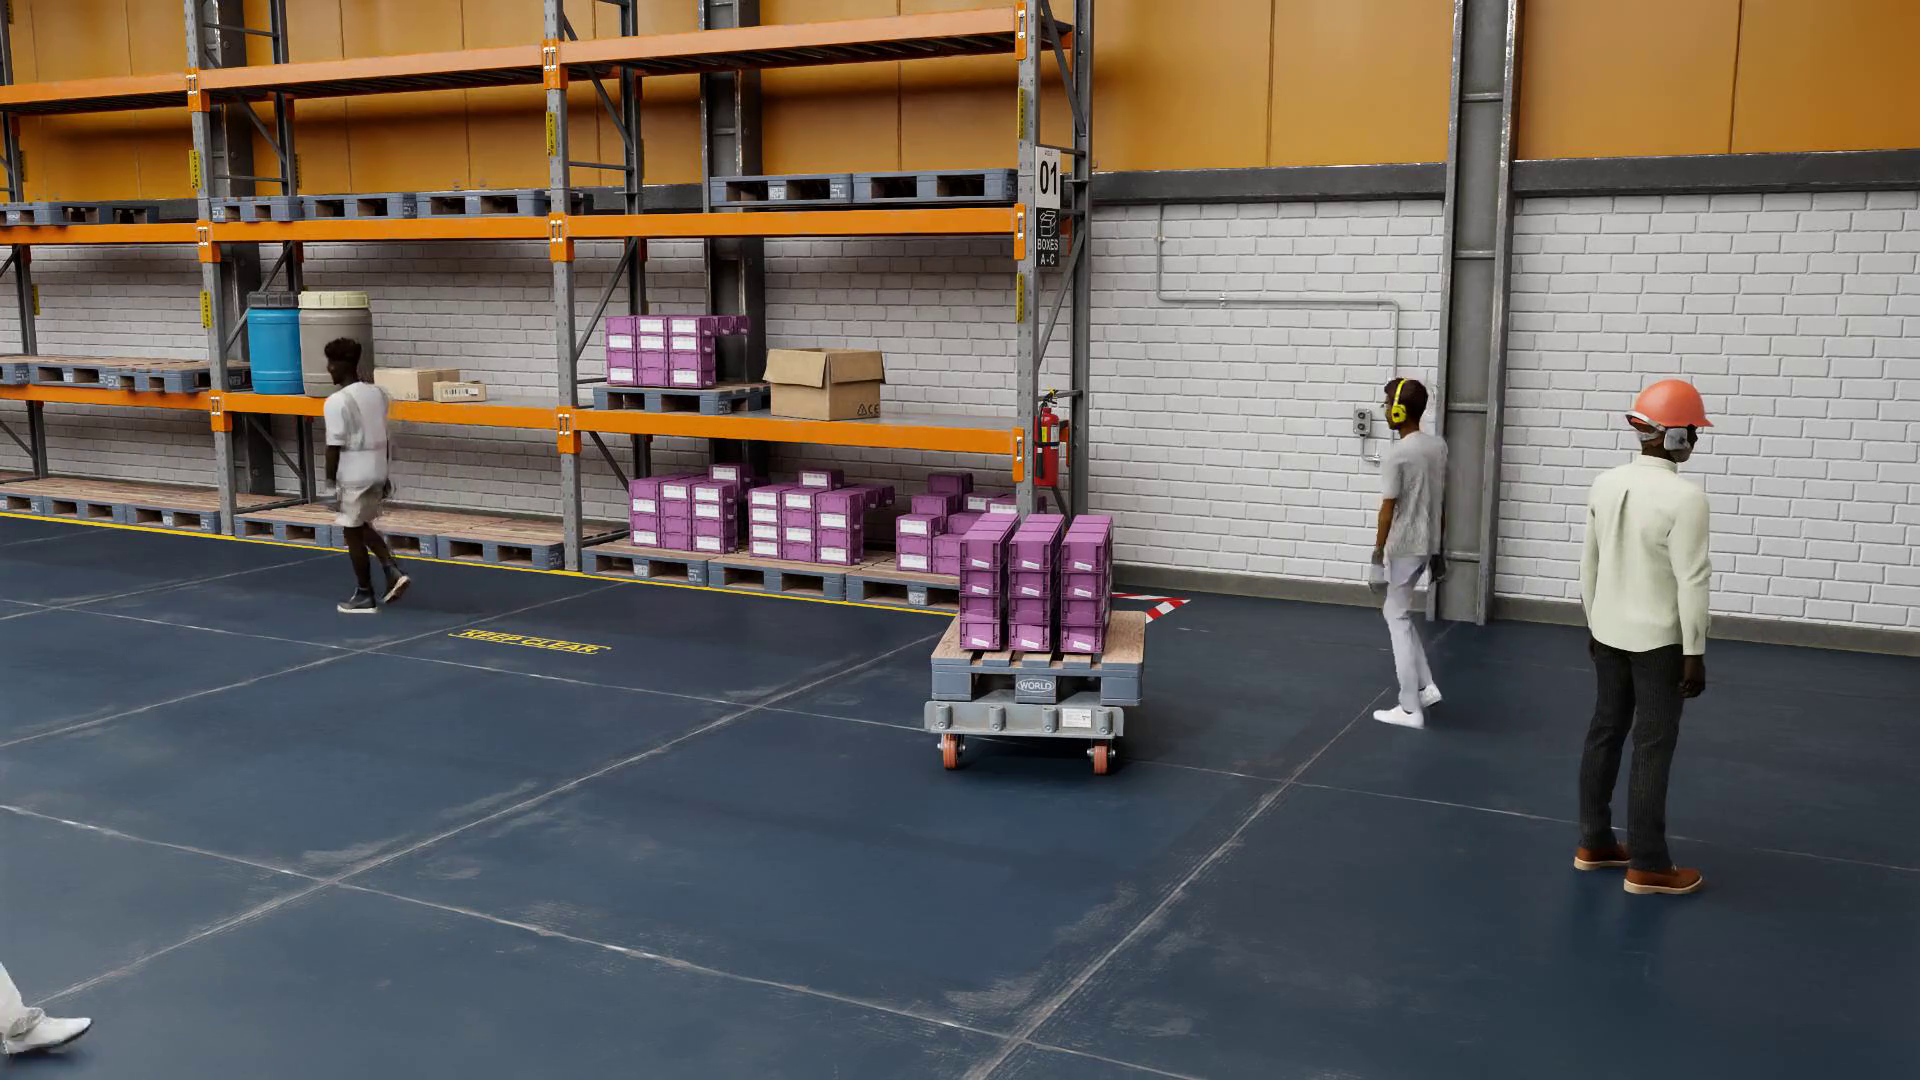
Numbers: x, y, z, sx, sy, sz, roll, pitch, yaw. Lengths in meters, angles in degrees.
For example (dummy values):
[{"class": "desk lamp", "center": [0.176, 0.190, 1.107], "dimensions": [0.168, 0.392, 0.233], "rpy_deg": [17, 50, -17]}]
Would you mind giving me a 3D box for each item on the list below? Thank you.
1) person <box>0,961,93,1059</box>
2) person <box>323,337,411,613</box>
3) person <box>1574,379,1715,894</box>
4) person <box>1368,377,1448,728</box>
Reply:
[{"class": "person", "center": [-3.173, 0.819, 4.985], "dimensions": [0.900, 1.585, 0.524], "rpy_deg": [-3, 10, -16]}, {"class": "person", "center": [-4.217, -0.446, 11.677], "dimensions": [0.447, 1.945, 0.634], "rpy_deg": [3, 10, 16]}, {"class": "person", "center": [2.694, 0.370, 6.505], "dimensions": [0.397, 1.992, 0.622], "rpy_deg": [-3, 10, -19]}, {"class": "person", "center": [2.343, 0.075, 8.768], "dimensions": [0.570, 1.849, 0.412], "rpy_deg": [-8, 12, -40]}]
